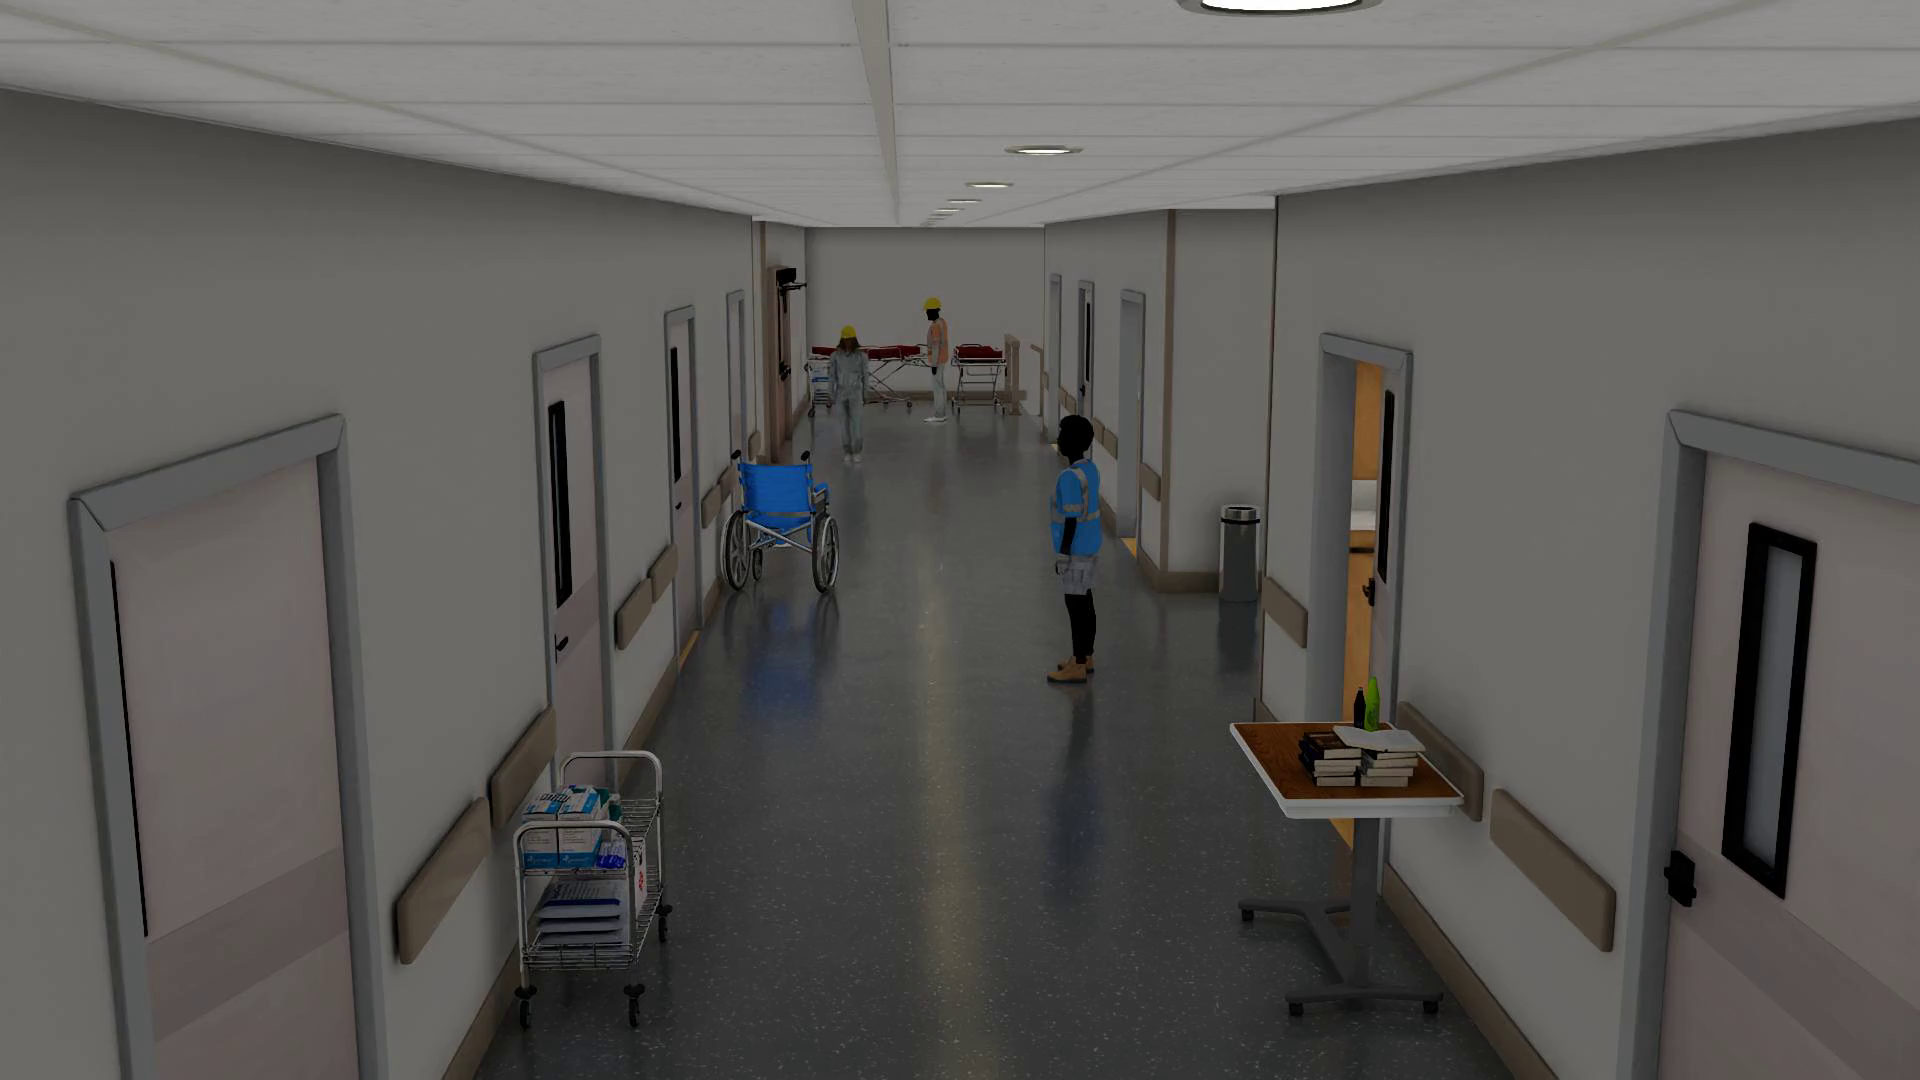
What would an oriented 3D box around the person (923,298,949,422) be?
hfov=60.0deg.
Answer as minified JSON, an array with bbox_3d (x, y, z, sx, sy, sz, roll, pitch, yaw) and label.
[{"bbox_3d":[-0.379,-2.775,25.668,0.393,1.918,0.585,1,10,8],"label":"person"}]

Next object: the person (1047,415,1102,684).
[{"bbox_3d":[0.728,0.056,10.507,0.318,1.697,0.536,3,11,17],"label":"person"}]

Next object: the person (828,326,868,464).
[{"bbox_3d":[-1.409,-1.809,20.835,0.492,1.722,0.671,1,10,4],"label":"person"}]
